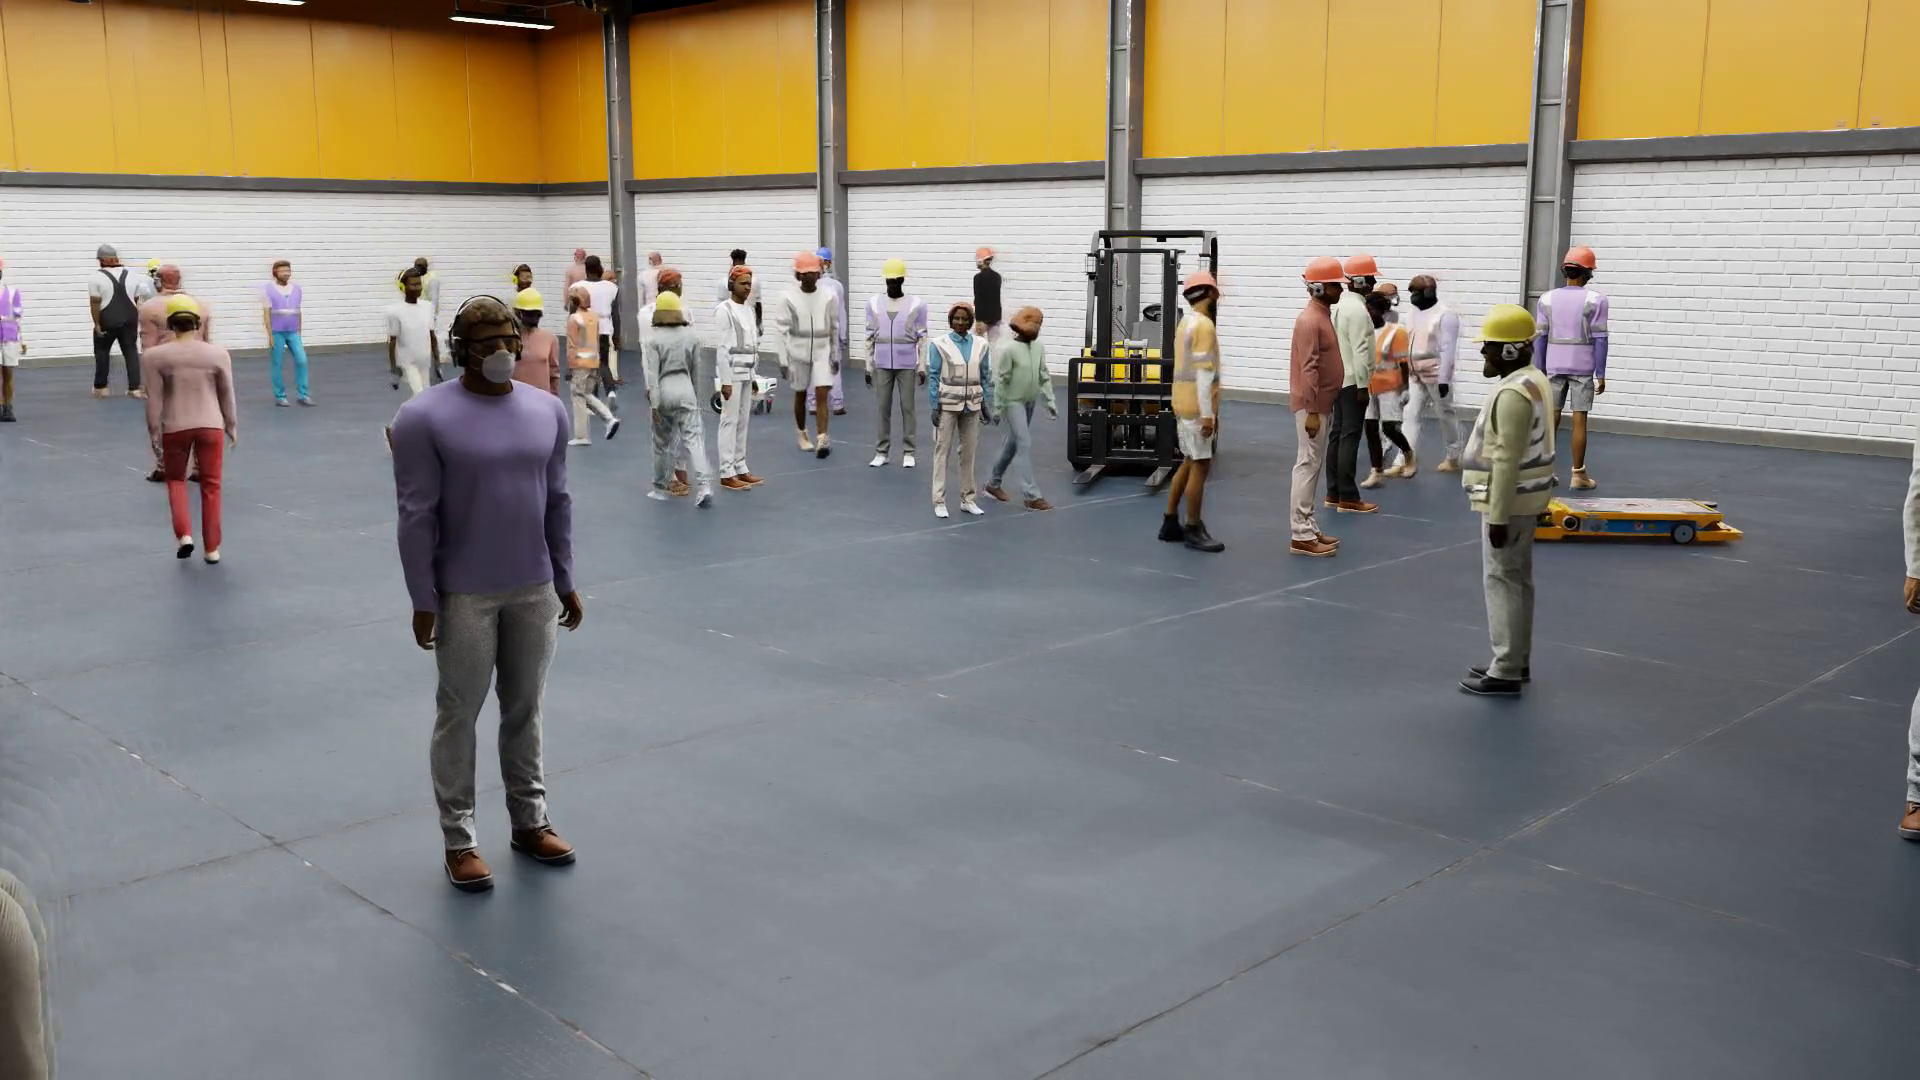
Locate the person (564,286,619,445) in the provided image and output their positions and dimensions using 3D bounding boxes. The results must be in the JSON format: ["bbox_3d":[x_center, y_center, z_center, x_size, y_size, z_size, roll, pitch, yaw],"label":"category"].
[{"bbox_3d":[-3.781,-1.754,16.840,0.469,1.624,0.522,3,11,17],"label":"person"}]

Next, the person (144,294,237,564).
[{"bbox_3d":[-4.985,-0.709,10.810,0.538,1.756,0.393,-5,12,-26],"label":"person"}]

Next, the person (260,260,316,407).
[{"bbox_3d":[-8.332,-2.543,20.608,0.723,1.819,0.562,9,14,40],"label":"person"}]

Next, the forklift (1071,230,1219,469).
[{"bbox_3d":[1.804,-1.825,15.677,1.214,2.155,2.313,2,11,13],"label":"forklift"}]

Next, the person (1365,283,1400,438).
[{"bbox_3d":[4.446,-1.868,17.441,0.279,1.633,0.506,10,14,42],"label":"person"}]

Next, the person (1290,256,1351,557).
[{"bbox_3d":[2.397,-0.898,11.164,0.381,1.994,0.617,3,11,18],"label":"person"}]

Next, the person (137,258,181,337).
[{"bbox_3d":[-11.000,-2.959,22.890,0.586,1.824,0.404,-8,13,-39],"label":"person"}]

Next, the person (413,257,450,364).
[{"bbox_3d":[-8.811,-3.756,27.372,0.674,1.774,0.945,5,11,24],"label":"person"}]

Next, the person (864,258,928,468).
[{"bbox_3d":[-0.599,-1.623,15.308,0.593,1.923,0.384,2,11,12],"label":"person"}]

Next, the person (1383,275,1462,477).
[{"bbox_3d":[4.199,-1.460,14.824,0.941,1.793,0.644,-6,12,-30],"label":"person"}]

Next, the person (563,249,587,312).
[{"bbox_3d":[-6.908,-4.327,30.191,0.675,1.875,0.837,-7,13,-35],"label":"person"}]

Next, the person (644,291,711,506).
[{"bbox_3d":[-2.235,-1.115,13.196,0.495,1.709,0.899,-7,12,-32],"label":"person"}]

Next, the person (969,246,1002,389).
[{"bbox_3d":[0.304,-3.080,23.115,0.705,1.970,0.639,9,13,39],"label":"person"}]

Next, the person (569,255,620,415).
[{"bbox_3d":[-4.338,-2.424,19.751,0.597,1.900,0.463,-7,13,-35],"label":"person"}]

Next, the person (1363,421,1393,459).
[{"bbox_3d":[3.786,-1.493,15.561,0.842,1.605,0.508,-5,12,-26],"label":"person"}]

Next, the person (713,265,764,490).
[{"bbox_3d":[-1.870,-1.368,14.041,0.357,1.881,0.574,3,11,18],"label":"person"}]

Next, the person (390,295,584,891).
[{"bbox_3d":[-1.542,0.165,5.519,0.627,1.941,0.370,-10,14,-43],"label":"person"}]

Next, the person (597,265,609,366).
[{"bbox_3d":[-5.645,-3.455,25.914,0.316,1.700,0.540,3,11,17],"label":"person"}]

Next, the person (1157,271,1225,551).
[{"bbox_3d":[1.586,-0.877,11.358,0.398,1.890,0.660,0,10,-3],"label":"person"}]

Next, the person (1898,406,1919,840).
[{"bbox_3d":[3.619,0.119,5.779,0.629,1.940,0.373,4,11,23],"label":"person"}]

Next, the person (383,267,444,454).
[{"bbox_3d":[-5.161,-1.631,15.607,0.804,1.839,0.519,6,12,29],"label":"person"}]

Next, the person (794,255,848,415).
[{"bbox_3d":[-1.658,-2.423,19.758,0.671,1.899,0.412,2,11,11],"label":"person"}]

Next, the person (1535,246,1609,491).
[{"bbox_3d":[5.136,-1.435,13.963,0.611,2.043,0.375,9,14,41],"label":"person"}]

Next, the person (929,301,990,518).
[{"bbox_3d":[-0.004,-0.990,12.645,0.515,1.636,0.315,-5,12,-26],"label":"person"}]

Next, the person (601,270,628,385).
[{"bbox_3d":[-4.997,-3.028,23.764,0.499,1.634,0.279,10,14,43],"label":"person"}]

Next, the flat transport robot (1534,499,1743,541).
[{"bbox_3d":[4.707,-0.154,11.810,1.431,0.197,0.652,1,10,5],"label":"flat transport robot"}]

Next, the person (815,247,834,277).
[{"bbox_3d":[-2.078,-3.419,25.042,0.406,1.946,0.608,-4,11,-20],"label":"person"}]

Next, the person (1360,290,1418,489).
[{"bbox_3d":[3.585,-1.266,14.026,0.529,1.672,0.570,-8,13,-37],"label":"person"}]

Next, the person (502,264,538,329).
[{"bbox_3d":[-4.917,-2.182,18.671,0.509,1.822,1.025,-9,14,-41],"label":"person"}]

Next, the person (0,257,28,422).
[{"bbox_3d":[-10.962,-2.297,18.981,0.400,1.923,0.568,10,14,43],"label":"person"}]

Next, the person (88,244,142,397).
[{"bbox_3d":[-11.251,-2.918,22.058,0.884,2.000,0.696,8,13,38],"label":"person"}]

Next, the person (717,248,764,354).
[{"bbox_3d":[-2.925,-2.923,22.315,0.641,1.948,0.537,-4,11,-19],"label":"person"}]

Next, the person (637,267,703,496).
[{"bbox_3d":[-2.369,-1.293,13.646,0.404,1.870,0.590,10,14,43],"label":"person"}]

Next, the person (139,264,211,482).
[{"bbox_3d":[-6.805,-1.430,14.375,0.726,1.879,0.673,7,12,33],"label":"person"}]

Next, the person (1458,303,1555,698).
[{"bbox_3d":[2.538,-0.181,7.740,0.403,1.825,0.601,5,12,27],"label":"person"}]

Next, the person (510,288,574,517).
[{"bbox_3d":[-3.217,-1.013,12.506,0.542,1.735,0.716,-7,12,-32],"label":"person"}]

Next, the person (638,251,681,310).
[{"bbox_3d":[-4.700,-3.595,26.174,0.673,1.877,0.630,0,10,-1],"label":"person"}]

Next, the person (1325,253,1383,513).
[{"bbox_3d":[3.043,-1.210,12.864,0.378,1.996,0.610,-1,10,-4],"label":"person"}]

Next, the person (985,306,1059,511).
[{"bbox_3d":[0.466,-1.054,13.137,0.851,1.585,0.500,8,13,39],"label":"person"}]

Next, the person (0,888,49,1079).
[{"bbox_3d":[-1.213,0.939,1.712,0.516,1.794,0.981,-2,11,-9],"label":"person"}]

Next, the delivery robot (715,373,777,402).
[{"bbox_3d":[-2.573,-1.846,20.007,0.707,0.478,0.477,3,11,14],"label":"delivery robot"}]

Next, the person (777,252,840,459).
[{"bbox_3d":[-1.455,-1.783,16.060,0.626,1.972,1.060,-3,11,-14],"label":"person"}]
